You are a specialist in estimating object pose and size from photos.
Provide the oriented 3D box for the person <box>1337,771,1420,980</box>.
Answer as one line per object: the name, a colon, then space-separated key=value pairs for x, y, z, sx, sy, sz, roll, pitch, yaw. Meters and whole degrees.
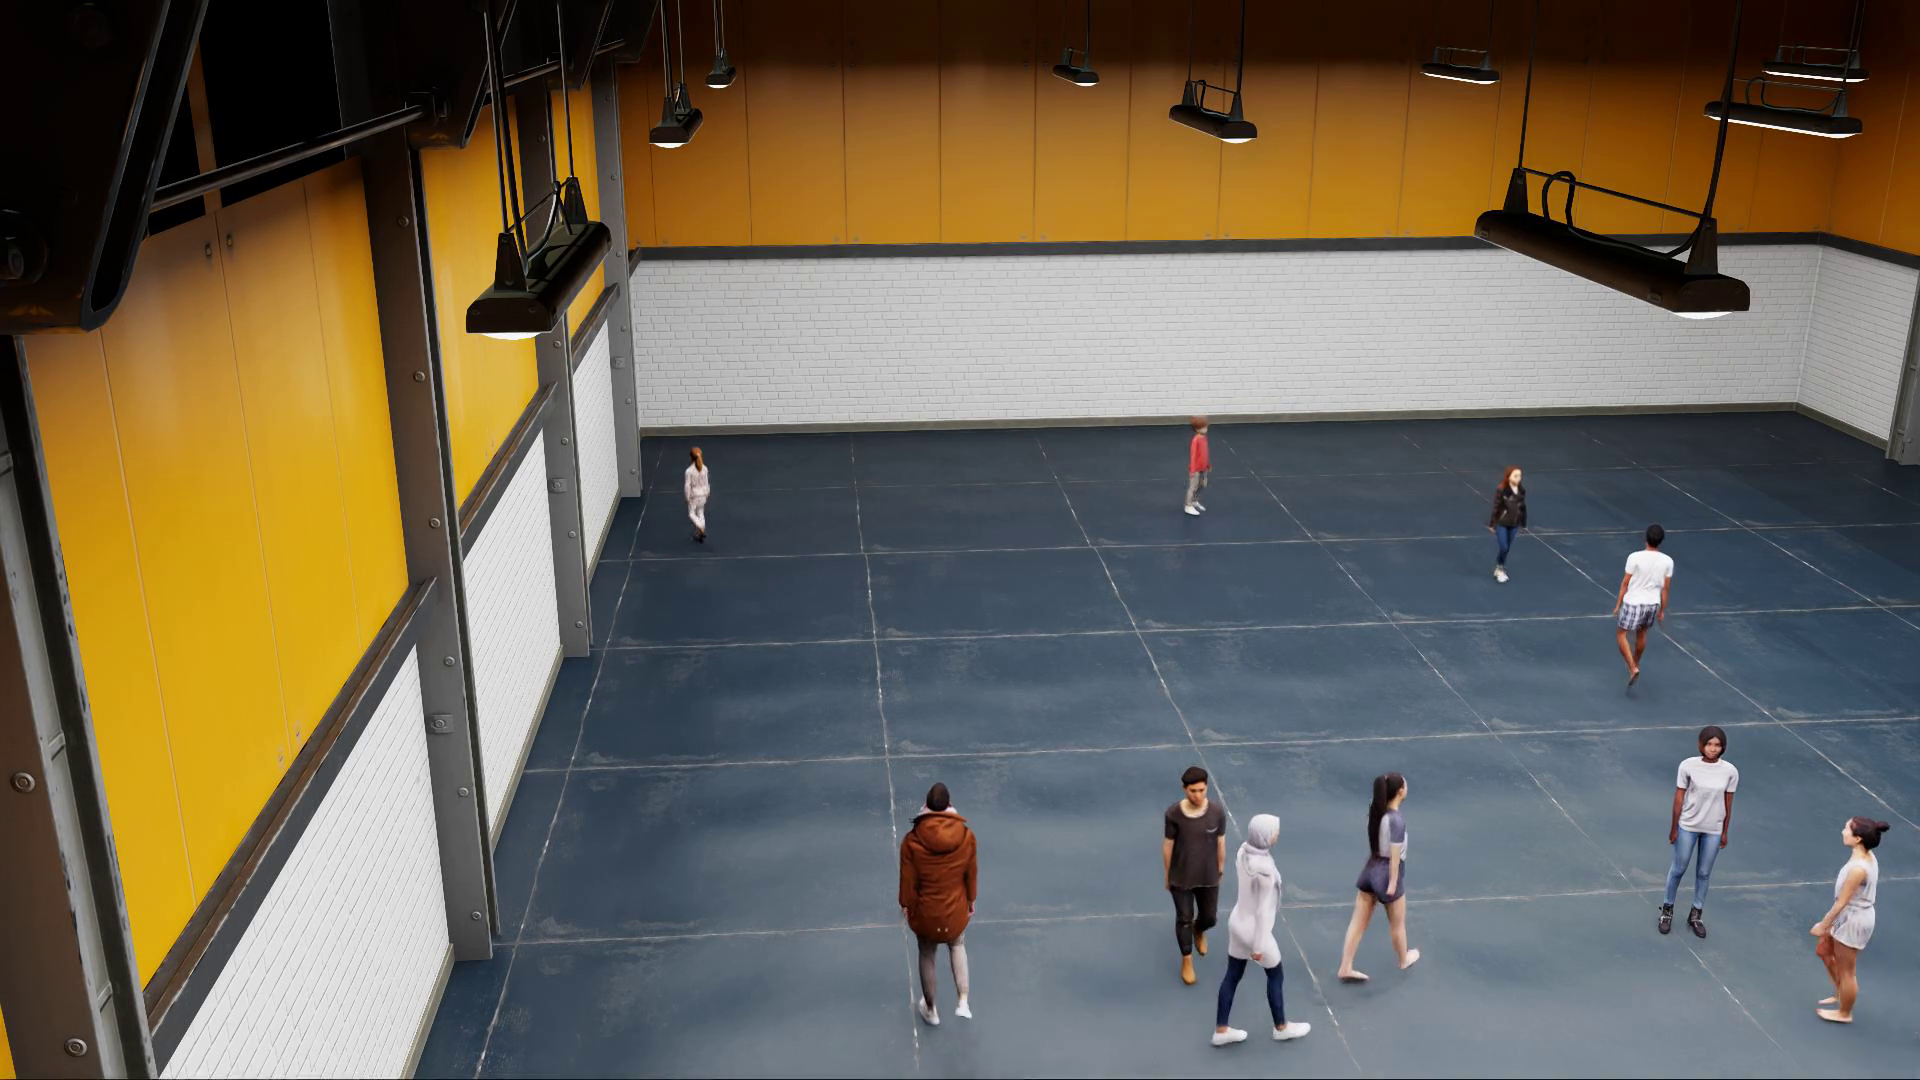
person: x=3.016 y=2.508 z=12.144 sx=0.843 sy=1.607 sz=0.939 roll=-5 pitch=19 yaw=-14

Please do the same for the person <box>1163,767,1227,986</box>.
person: x=1.714 y=2.409 z=12.289 sx=0.648 sy=1.702 sz=0.790 roll=0 pitch=19 yaw=-1

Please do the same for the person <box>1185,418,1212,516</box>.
person: x=3.263 y=-1.020 z=22.951 sx=0.754 sy=1.396 sz=0.686 roll=9 pitch=21 yaw=25

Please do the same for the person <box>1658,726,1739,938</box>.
person: x=5.684 y=2.227 z=12.802 sx=0.642 sy=1.720 sz=0.620 roll=4 pitch=19 yaw=11

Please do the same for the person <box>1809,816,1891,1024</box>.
person: x=6.308 y=2.685 z=11.616 sx=0.747 sy=1.609 sz=0.683 roll=11 pitch=21 yaw=29

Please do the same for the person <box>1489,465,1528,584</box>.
person: x=6.699 y=-0.229 z=20.479 sx=0.636 sy=1.475 sz=0.633 roll=-5 pitch=19 yaw=-16

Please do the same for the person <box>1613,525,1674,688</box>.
person: x=7.103 y=0.703 z=17.344 sx=0.718 sy=1.708 sz=0.950 roll=1 pitch=19 yaw=2

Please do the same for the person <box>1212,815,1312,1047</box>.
person: x=1.915 y=2.692 z=11.368 sx=0.819 sy=1.754 sz=0.917 roll=-7 pitch=20 yaw=-19

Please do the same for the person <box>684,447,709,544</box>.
person: x=-3.408 y=-0.568 z=21.761 sx=0.696 sy=1.299 sz=0.763 roll=-16 pitch=24 yaw=-39

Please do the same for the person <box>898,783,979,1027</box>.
person: x=-0.132 y=2.593 z=11.553 sx=0.777 sy=1.823 sz=0.823 roll=-5 pitch=19 yaw=-14
